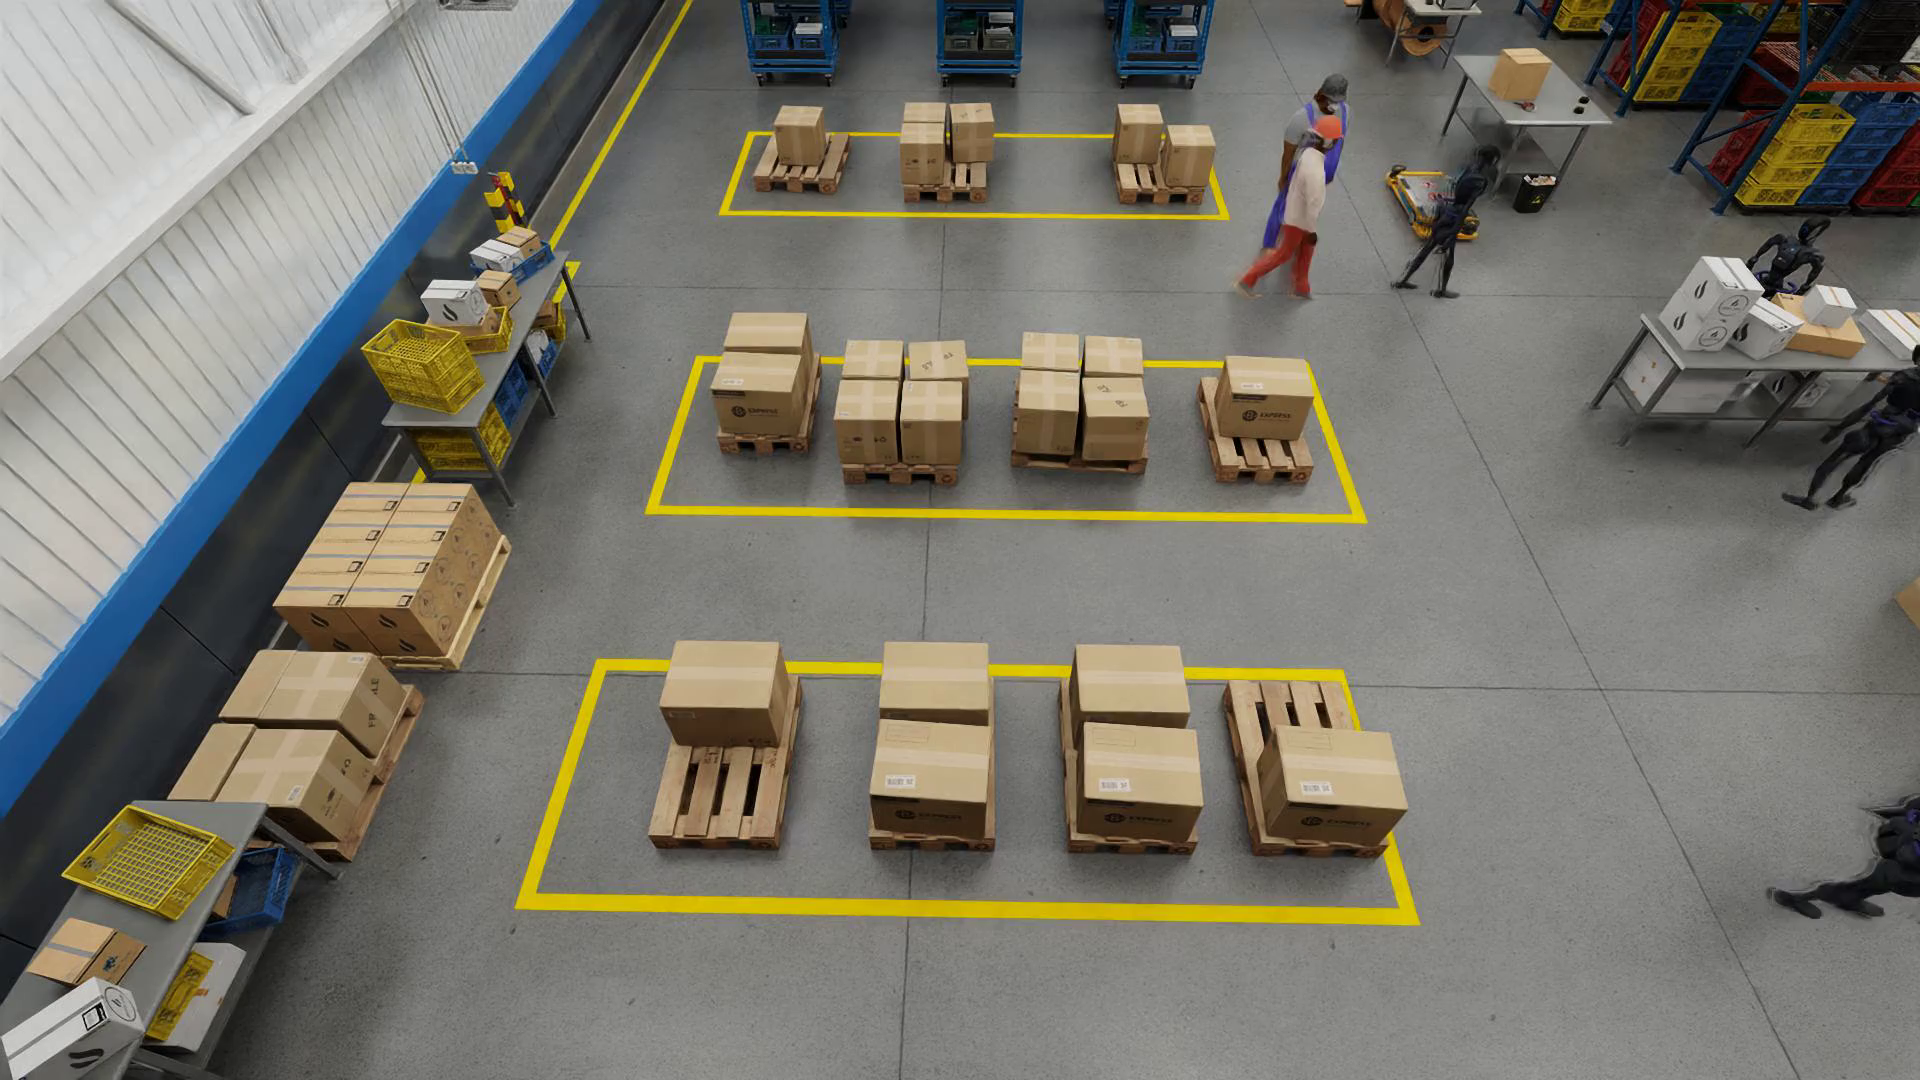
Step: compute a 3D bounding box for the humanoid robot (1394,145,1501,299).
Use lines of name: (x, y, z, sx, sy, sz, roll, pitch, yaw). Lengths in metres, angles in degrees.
humanoid robot: (5.106, -3.272, 9.446, 0.704, 1.633, 0.600, 5, 49, 5)

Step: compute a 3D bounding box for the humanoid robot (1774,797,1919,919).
humanoid robot: (5.388, 1.769, 5.077, 0.655, 1.638, 0.630, 21, 52, 17)

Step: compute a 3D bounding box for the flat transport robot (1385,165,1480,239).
flat transport robot: (5.692, -4.094, 11.059, 0.652, 0.197, 1.431, 1, 49, 1)

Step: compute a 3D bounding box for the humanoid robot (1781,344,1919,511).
humanoid robot: (7.439, -0.911, 7.403, 0.651, 1.634, 0.359, -6, 49, -5)

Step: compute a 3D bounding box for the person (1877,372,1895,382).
person: (9.329, -2.154, 8.331, 0.355, 1.881, 0.574, -36, 58, -27)

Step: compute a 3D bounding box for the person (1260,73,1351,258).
person: (3.741, -3.947, 9.779, 0.685, 2.000, 0.537, -14, 51, -12)

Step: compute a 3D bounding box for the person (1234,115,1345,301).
person: (3.421, -3.277, 9.271, 0.925, 1.957, 0.621, 14, 50, 11)

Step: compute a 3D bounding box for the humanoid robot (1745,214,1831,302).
humanoid robot: (7.463, -2.255, 8.544, 0.310, 1.657, 0.609, -19, 52, -16)

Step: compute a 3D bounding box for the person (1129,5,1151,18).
person: (2.668, -8.001, 13.468, 0.313, 1.768, 0.524, -15, 51, -12)
